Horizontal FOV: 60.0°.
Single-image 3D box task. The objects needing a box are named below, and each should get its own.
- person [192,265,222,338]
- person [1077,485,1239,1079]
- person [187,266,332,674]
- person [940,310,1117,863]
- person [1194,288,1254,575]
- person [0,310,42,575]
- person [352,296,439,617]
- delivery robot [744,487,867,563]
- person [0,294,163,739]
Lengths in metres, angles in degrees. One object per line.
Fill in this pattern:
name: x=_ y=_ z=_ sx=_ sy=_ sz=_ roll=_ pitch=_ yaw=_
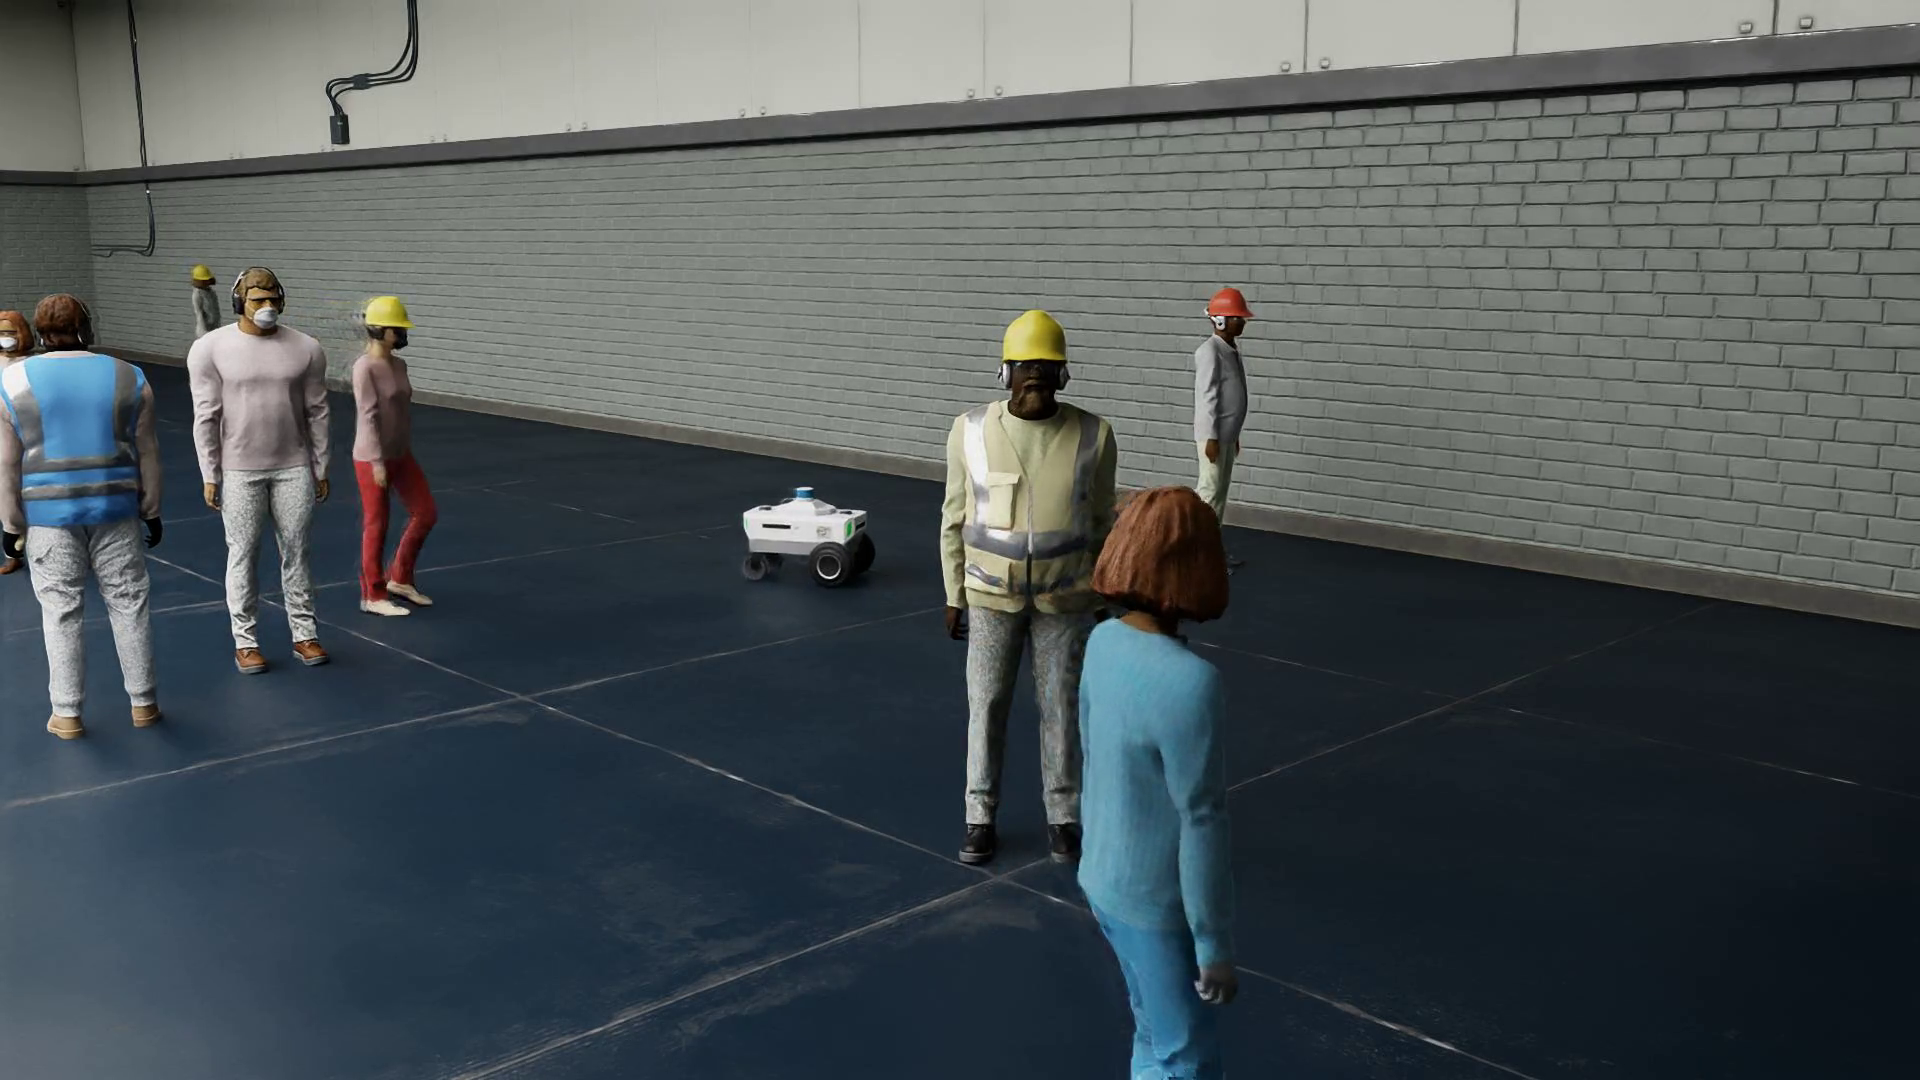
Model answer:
person: x=-9.460 y=-2.600 z=20.942 sx=0.448 sy=1.705 sz=0.530 roll=1 pitch=10 yaw=3
person: x=0.321 y=0.696 z=3.194 sx=0.573 sy=1.615 sz=0.514 roll=-3 pitch=11 yaw=-15
person: x=-3.316 y=-0.332 z=7.964 sx=0.625 sy=1.933 sz=0.375 roll=-8 pitch=13 yaw=-36
person: x=0.226 y=0.165 z=5.503 sx=0.586 sy=1.837 sz=0.403 roll=0 pitch=10 yaw=1
person: x=1.628 y=-0.672 z=10.288 sx=0.331 sy=1.753 sz=0.561 roll=5 pitch=11 yaw=24
person: x=-5.751 y=-0.592 z=10.212 sx=0.508 sy=1.627 sz=0.281 roll=-1 pitch=10 yaw=-6
person: x=-3.088 y=-0.441 z=9.025 sx=0.438 sy=1.750 sz=0.538 roll=2 pitch=11 yaw=12
delivery robot: x=-0.935 y=-0.074 z=10.038 sx=0.707 sy=0.478 sz=0.477 roll=3 pitch=10 yaw=14
person: x=-3.658 y=-0.097 z=6.931 sx=0.633 sy=1.837 sz=0.429 roll=-7 pitch=13 yaw=-35
